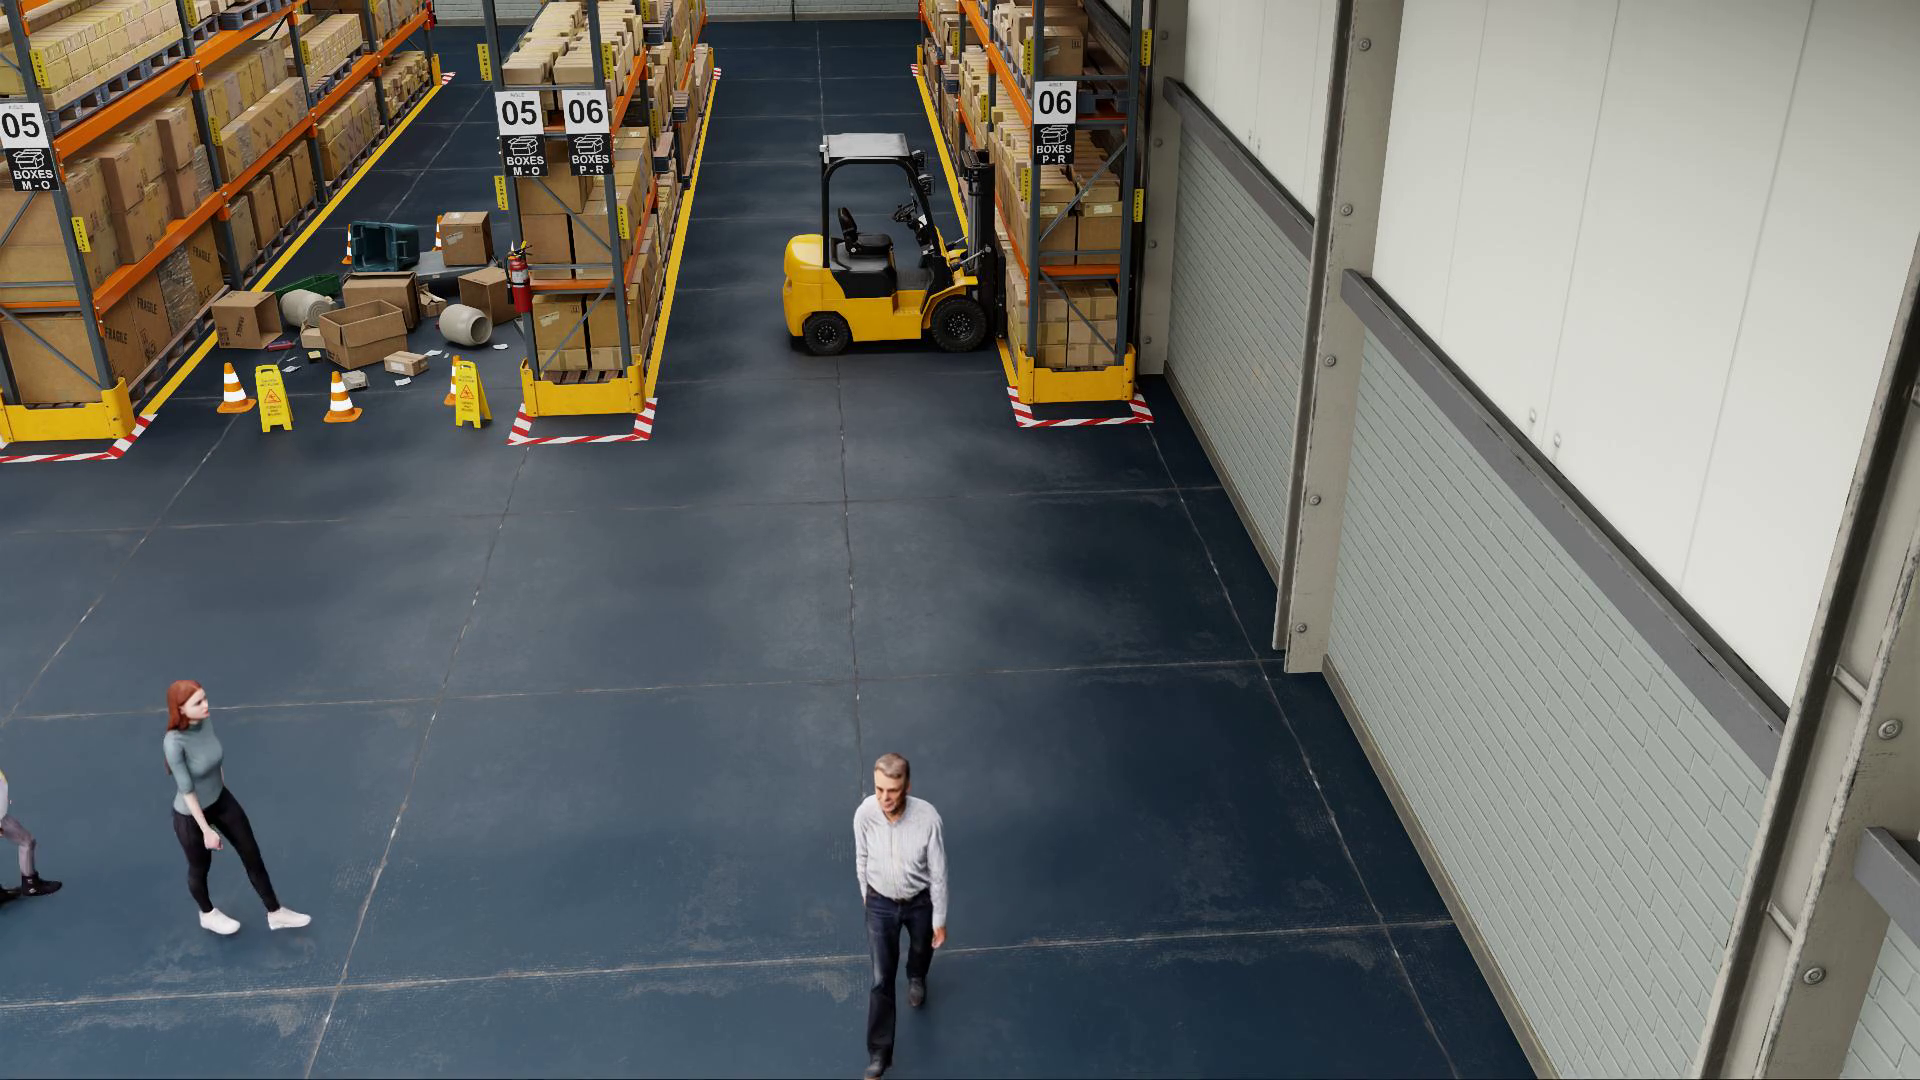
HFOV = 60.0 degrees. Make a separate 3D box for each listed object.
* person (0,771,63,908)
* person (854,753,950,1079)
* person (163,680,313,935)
[{"bbox_3d":[-5.695,1.628,9.646,0.666,1.264,0.728,19,33,32],"label":"person"},{"bbox_3d":[-0.273,1.833,8.694,0.859,1.770,1.253,4,28,8],"label":"person"},{"bbox_3d":[-4.312,1.534,9.333,0.850,1.717,0.931,8,28,15],"label":"person"}]
